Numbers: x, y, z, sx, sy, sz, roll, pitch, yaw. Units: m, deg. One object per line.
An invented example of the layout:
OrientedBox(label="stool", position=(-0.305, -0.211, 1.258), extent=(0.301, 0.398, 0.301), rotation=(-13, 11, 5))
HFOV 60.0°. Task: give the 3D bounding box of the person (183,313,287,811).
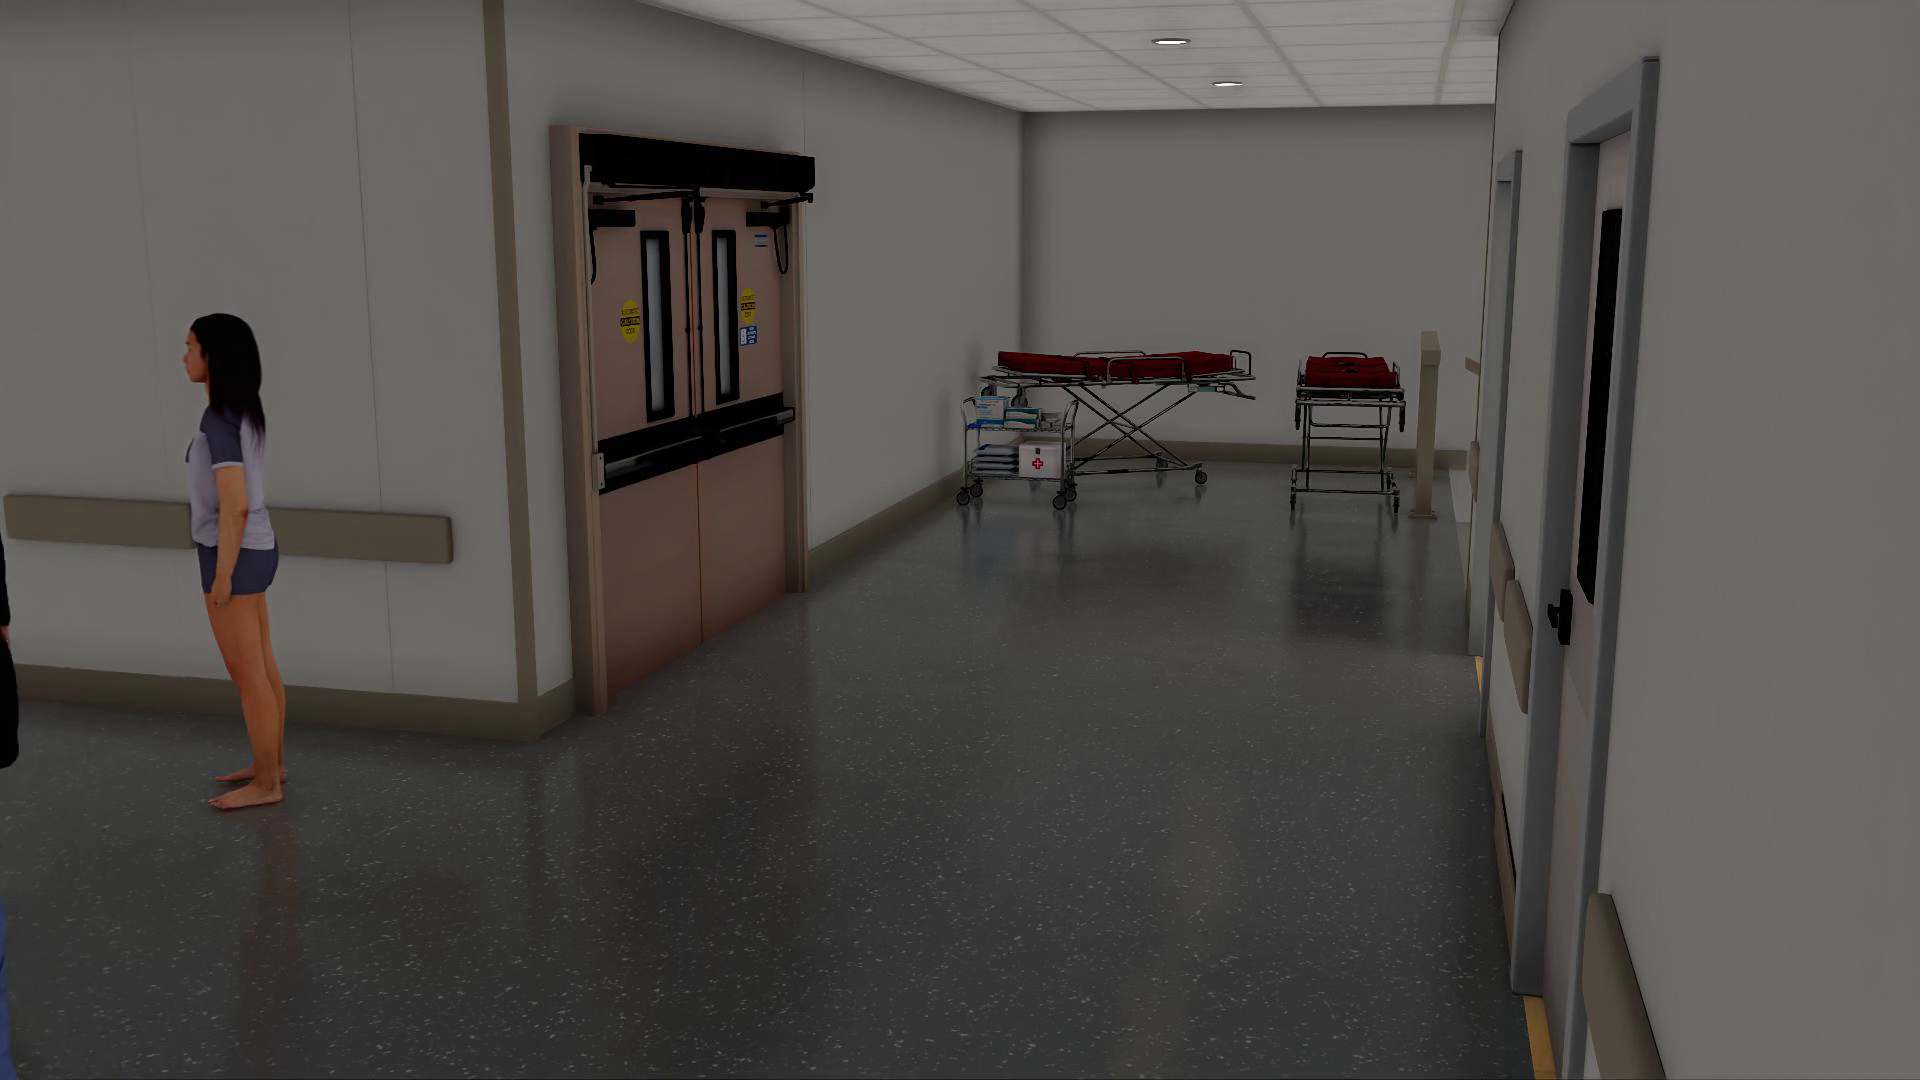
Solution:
OrientedBox(label="person", position=(-2.544, 0.069, 5.856), extent=(0.720, 1.734, 0.608), rotation=(-3, 11, -15))
